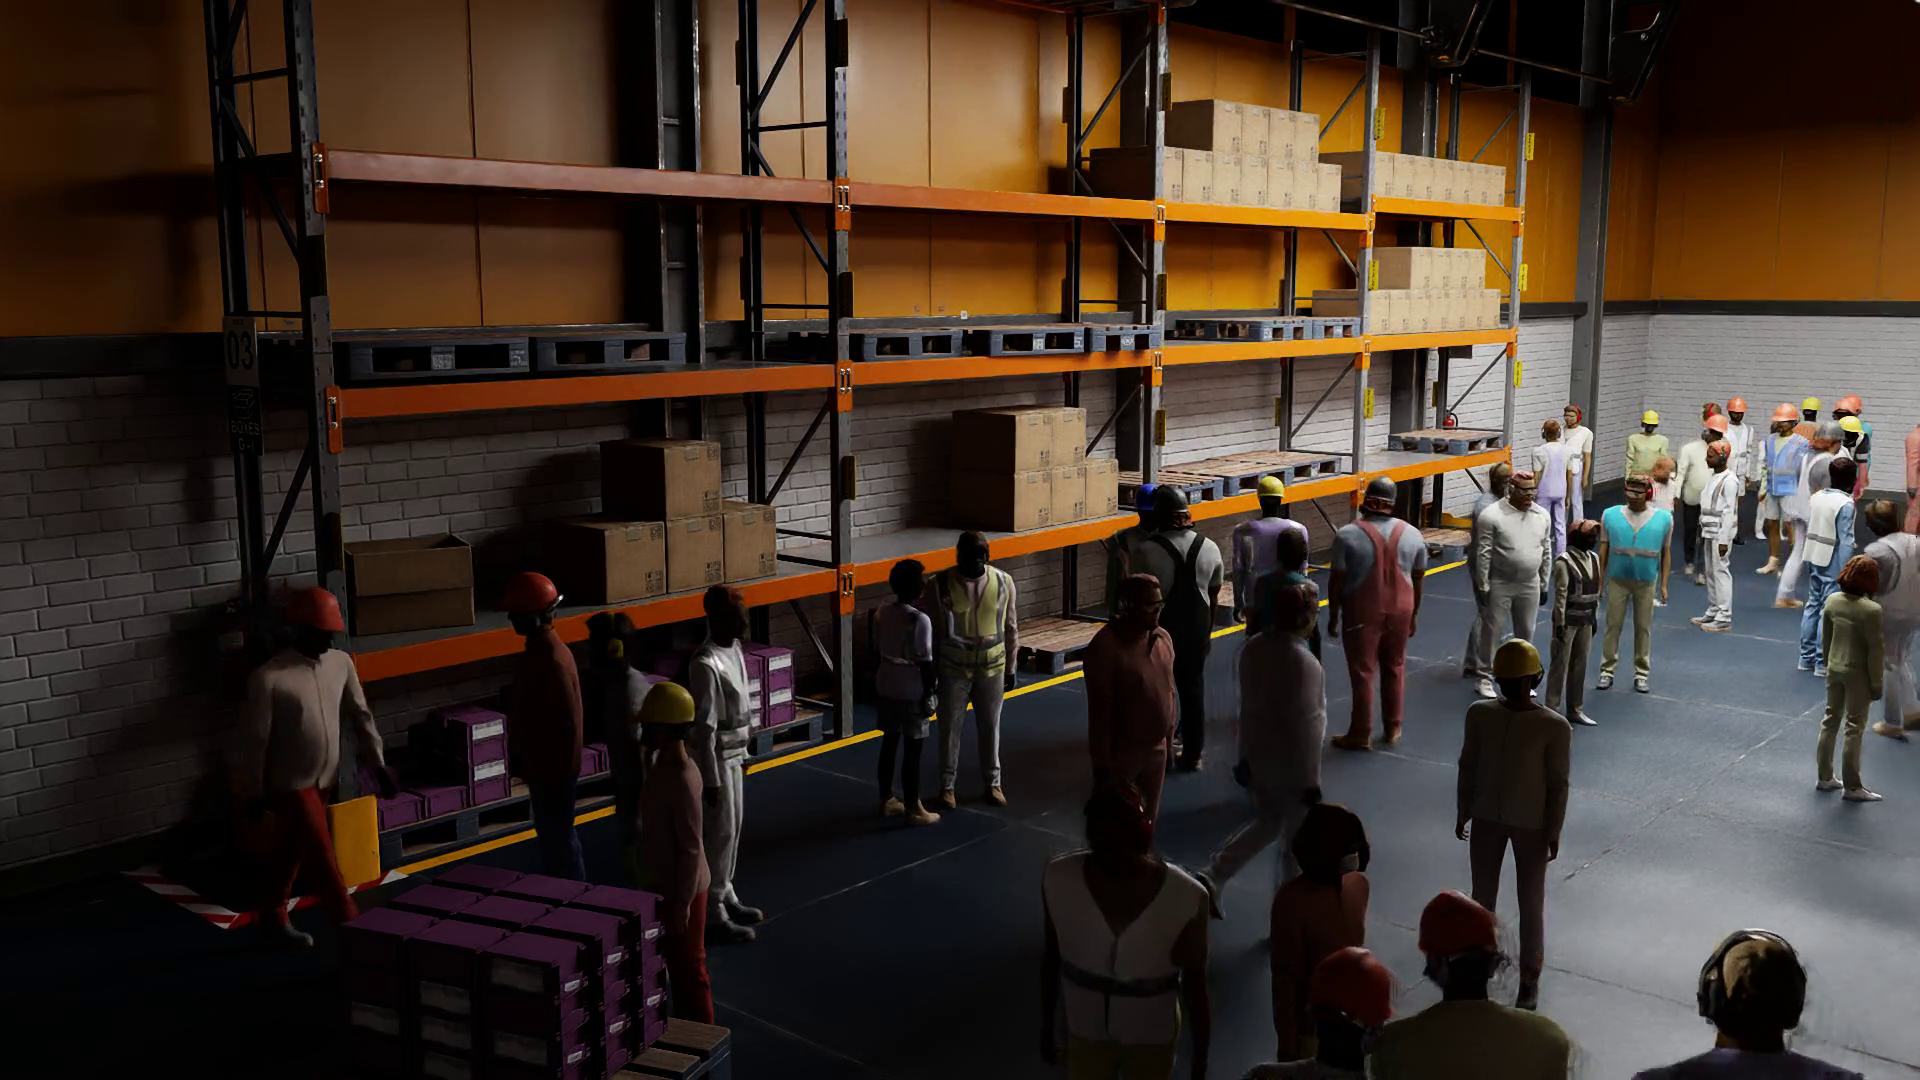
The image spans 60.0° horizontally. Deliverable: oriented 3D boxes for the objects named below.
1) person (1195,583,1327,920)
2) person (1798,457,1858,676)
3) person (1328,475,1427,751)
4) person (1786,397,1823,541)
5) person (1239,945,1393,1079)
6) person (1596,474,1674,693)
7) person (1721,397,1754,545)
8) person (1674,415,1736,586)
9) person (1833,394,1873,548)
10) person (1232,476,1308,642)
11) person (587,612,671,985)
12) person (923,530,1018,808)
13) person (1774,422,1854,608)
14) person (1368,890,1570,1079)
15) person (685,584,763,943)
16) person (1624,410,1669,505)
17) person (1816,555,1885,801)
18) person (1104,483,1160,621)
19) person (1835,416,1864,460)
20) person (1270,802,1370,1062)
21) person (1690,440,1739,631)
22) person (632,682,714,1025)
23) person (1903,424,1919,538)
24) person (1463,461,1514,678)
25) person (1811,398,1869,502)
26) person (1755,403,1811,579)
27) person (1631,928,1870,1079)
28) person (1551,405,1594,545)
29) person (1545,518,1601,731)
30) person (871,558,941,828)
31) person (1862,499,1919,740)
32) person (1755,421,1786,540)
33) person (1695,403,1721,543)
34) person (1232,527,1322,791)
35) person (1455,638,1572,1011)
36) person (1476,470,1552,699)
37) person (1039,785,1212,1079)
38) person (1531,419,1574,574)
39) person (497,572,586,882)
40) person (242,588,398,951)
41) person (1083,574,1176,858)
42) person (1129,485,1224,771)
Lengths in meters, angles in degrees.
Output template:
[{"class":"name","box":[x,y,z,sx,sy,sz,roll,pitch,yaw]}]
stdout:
[{"class":"person","box":[1.628,1.154,8.656,0.657,1.882,0.643,-3,9,-19]},{"class":"person","box":[7.569,0.229,14.497,0.371,1.916,0.597,0,9,-2]},{"class":"person","box":[3.055,0.510,12.289,0.699,2.000,0.583,-1,9,-5]},{"class":"person","box":[11.121,-0.914,21.877,0.390,1.922,0.589,-7,11,-39]},{"class":"person","box":[0.980,1.898,4.307,0.569,1.742,0.342,7,11,39]},{"class":"person","box":[5.641,0.355,13.929,0.564,1.841,0.390,4,10,23]},{"class":"person","box":[10.059,-0.893,21.671,0.545,1.938,0.356,-1,9,-6]},{"class":"person","box":[8.531,-0.489,19.109,0.636,1.931,1.076,4,10,23]},{"class":"person","box":[11.388,-0.877,21.382,0.613,1.994,0.395,1,9,6]},{"class":"person","box":[2.408,0.461,12.975,0.586,1.925,0.369,1,9,6]},{"class":"person","box":[-1.588,1.256,8.112,0.391,1.853,0.519,-3,9,-19]},{"class":"person","box":[0.072,0.840,10.845,0.629,1.837,0.430,-2,9,-10]},{"class":"person","box":[9.013,-0.264,17.277,0.932,2.000,0.697,0,9,-2]},{"class":"person","box":[1.397,1.837,4.719,0.588,1.722,0.599,-1,9,-5]},{"class":"person","box":[-1.240,1.151,8.691,0.378,1.880,0.587,1,9,6]},{"class":"person","box":[8.986,-0.821,21.794,0.527,1.762,0.345,3,9,19]},{"class":"person","box":[5.931,0.905,11.050,0.285,1.633,0.497,-2,9,-13]},{"class":"person","box":[1.375,0.547,12.343,0.605,1.950,0.380,0,9,-3]},{"class":"person","box":[9.981,-0.449,18.872,0.397,1.920,0.586,5,10,28]},{"class":"person","box":[1.276,1.711,5.846,0.499,1.634,0.280,-8,12,-41]},{"class":"person","box":[7.468,-0.048,16.406,0.338,1.877,0.573,1,9,7]},{"class":"person","box":[-1.214,1.462,7.024,0.306,1.772,0.525,-4,10,-22]},{"class":"person","box":[12.066,-0.731,20.783,0.652,1.896,0.396,-5,10,-30]},{"class":"person","box":[4.616,0.257,14.391,0.426,1.907,0.710,6,11,33]},{"class":"person","box":[10.594,-0.692,20.081,0.619,2.028,0.409,5,10,31]},{"class":"person","box":[9.507,-0.566,19.260,0.410,2.036,0.608,-3,9,-19]},{"class":"person","box":[1.837,1.858,3.981,0.624,1.921,0.438,1,9,5]},{"class":"person","box":[7.996,-0.852,21.739,0.395,1.836,0.560,-5,10,-30]},{"class":"person","box":[4.718,0.642,12.764,0.519,1.633,0.313,-6,11,-34]},{"class":"person","box":[-0.344,0.958,10.503,0.317,1.695,0.540,-7,11,-40]},{"class":"person","box":[6.985,0.597,12.474,0.598,1.807,0.427,-2,9,-14]},{"class":"person","box":[10.802,-0.794,22.066,0.520,1.616,0.356,-1,9,-7]},{"class":"person","box":[9.863,-0.876,21.849,0.390,1.846,0.565,9,12,44]},{"class":"person","box":[2.099,0.838,10.865,0.501,1.827,0.535,-5,10,-31]},{"class":"person","box":[2.600,1.332,7.871,0.525,1.769,0.311,7,11,36]},{"class":"person","box":[4.569,0.365,13.697,0.648,1.900,0.399,-1,9,-7]},{"class":"person","box":[0.524,1.685,5.454,0.602,1.803,0.757,2,9,13]},{"class":"person","box":[6.852,-0.482,19.334,0.504,1.840,0.345,-1,9,-4]},{"class":"person","box":[-2.094,1.140,8.383,0.392,1.991,0.612,-4,10,-23]},{"class":"person","box":[-3.190,1.182,8.285,1.059,1.922,0.638,4,10,22]},{"class":"person","box":[0.936,1.114,8.870,0.636,1.899,0.401,-8,12,-41]},{"class":"person","box":[1.455,0.615,11.611,0.681,2.000,0.535,-3,9,-17]}]
